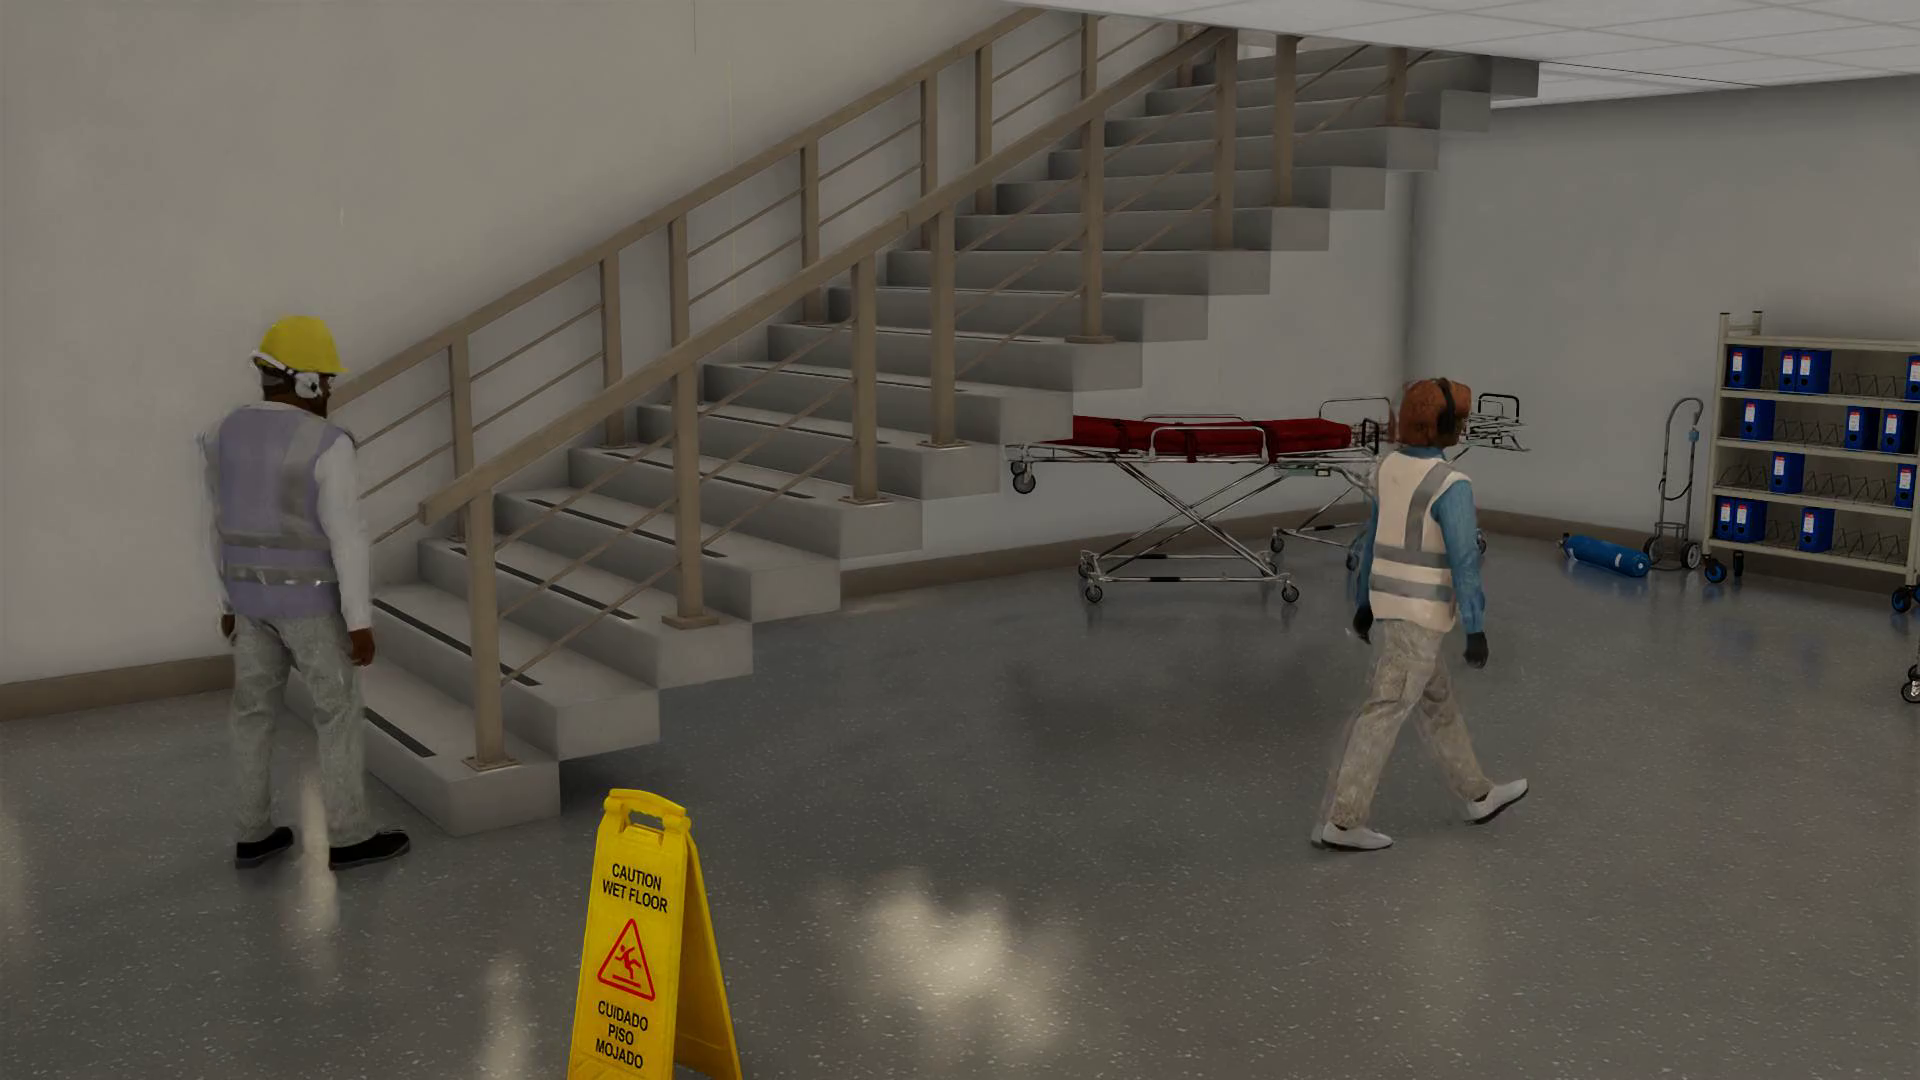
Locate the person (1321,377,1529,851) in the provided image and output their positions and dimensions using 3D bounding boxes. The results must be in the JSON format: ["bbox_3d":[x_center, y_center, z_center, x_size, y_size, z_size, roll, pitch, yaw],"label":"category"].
[{"bbox_3d":[1.611,0.257,5.610,0.860,1.591,0.542,-2,10,-12],"label":"person"}]

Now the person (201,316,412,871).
[{"bbox_3d":[-2.173,0.187,5.449,0.624,1.810,0.429,4,11,21],"label":"person"}]
